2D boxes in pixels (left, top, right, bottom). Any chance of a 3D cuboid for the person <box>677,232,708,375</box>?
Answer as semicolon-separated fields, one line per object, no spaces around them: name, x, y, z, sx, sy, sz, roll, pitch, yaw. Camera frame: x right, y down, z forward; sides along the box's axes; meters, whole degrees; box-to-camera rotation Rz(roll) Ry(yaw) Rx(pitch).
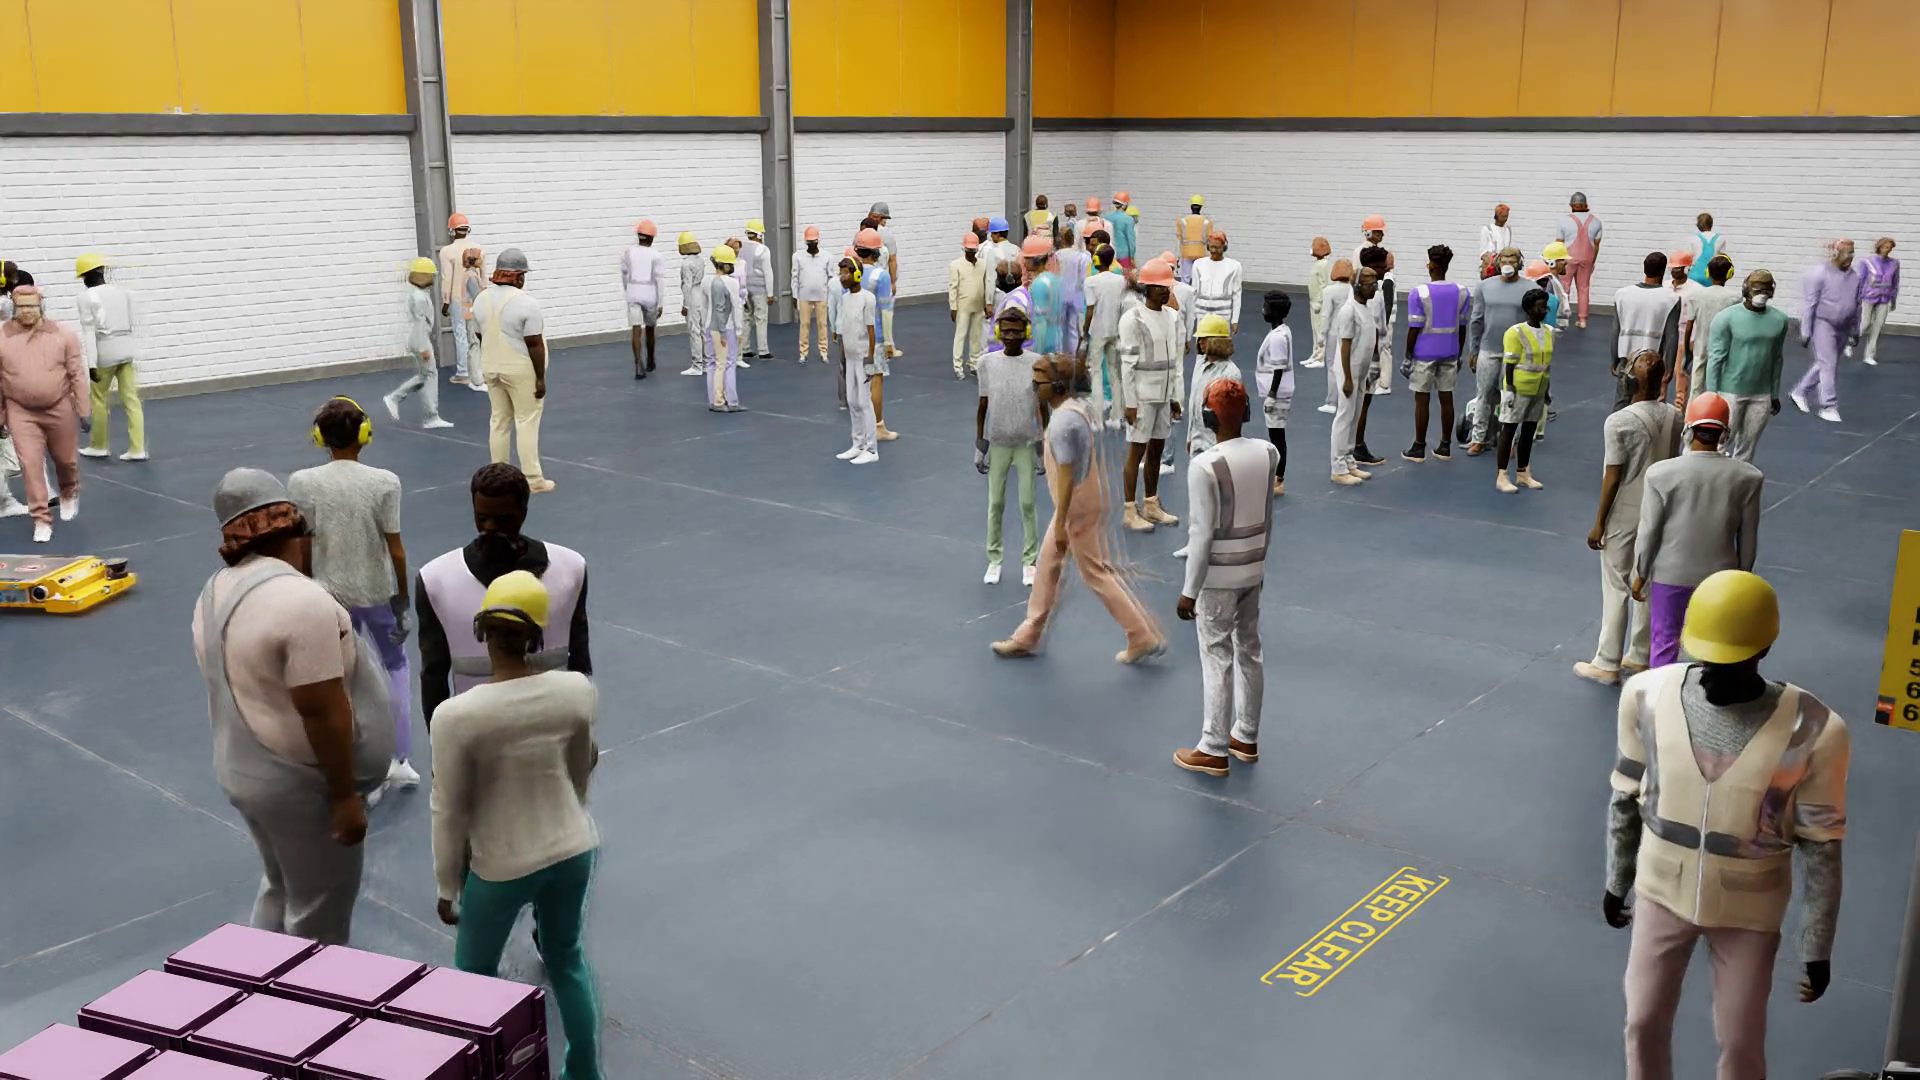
person;-3.284;-2.894;20.358;0.314;1.735;0.483;4;15;16

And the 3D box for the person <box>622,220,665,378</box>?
person;-3.842;-2.927;20.214;0.542;1.880;1.009;-1;14;-3

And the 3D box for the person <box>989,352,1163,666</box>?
person;0.689;-0.166;9.363;0.964;1.797;0.564;1;14;3

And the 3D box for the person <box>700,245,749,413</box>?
person;-2.521;-2.241;17.686;0.526;1.769;0.330;9;16;31

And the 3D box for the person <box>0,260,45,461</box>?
person;-8.463;-1.573;14.857;0.517;1.845;0.395;14;19;43

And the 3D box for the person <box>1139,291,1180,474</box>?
person;1.756;-1.393;14.567;0.285;1.633;0.498;-3;14;-10

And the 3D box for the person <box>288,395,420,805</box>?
person;-2.707;0.276;7.463;0.497;1.851;0.439;-2;14;-8

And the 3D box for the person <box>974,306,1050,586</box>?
person;0.348;-0.618;11.016;0.515;1.861;0.323;2;14;9

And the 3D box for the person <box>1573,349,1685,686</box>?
person;3.646;-0.119;9.047;0.506;1.846;0.345;-6;15;-24

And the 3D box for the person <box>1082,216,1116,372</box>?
person;1.654;-3.039;20.590;0.410;1.909;0.643;-6;15;-23

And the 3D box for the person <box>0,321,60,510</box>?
person;-7.505;-1.085;13.029;0.474;1.794;0.663;9;17;33

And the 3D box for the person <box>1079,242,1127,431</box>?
person;1.426;-2.020;16.596;0.532;1.869;0.311;-8;16;-29

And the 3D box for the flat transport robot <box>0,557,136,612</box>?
flat transport robot;-6.172;0.267;10.695;1.431;0.197;0.652;1;14;4

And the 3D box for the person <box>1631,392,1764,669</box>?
person;3.598;0.142;8.188;0.573;1.749;0.343;2;14;7

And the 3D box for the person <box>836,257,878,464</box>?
person;-0.934;-1.620;15.032;0.334;1.857;0.528;-10;17;-35

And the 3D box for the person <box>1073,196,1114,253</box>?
person;1.993;-4.173;25.006;0.618;1.970;0.469;5;15;19

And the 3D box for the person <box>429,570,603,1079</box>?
person;-1.335;0.955;4.986;0.567;1.735;0.367;-12;18;-39

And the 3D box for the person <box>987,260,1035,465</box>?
person;0.459;-1.595;14.978;0.429;1.836;0.623;2;14;6

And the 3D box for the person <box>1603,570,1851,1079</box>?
person;2.048;0.984;4.535;0.610;1.902;0.478;10;17;36

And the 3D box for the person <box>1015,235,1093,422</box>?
person;0.805;-1.842;15.596;0.794;2.012;0.636;3;14;10

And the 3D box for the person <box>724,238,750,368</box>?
person;-2.837;-2.948;20.773;0.310;1.636;0.523;10;17;35

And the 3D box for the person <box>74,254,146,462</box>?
person;-7.763;-1.646;15.087;0.852;1.865;0.609;6;15;22

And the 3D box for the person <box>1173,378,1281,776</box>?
person;1.244;0.174;7.797;0.573;1.885;0.357;-12;18;-40

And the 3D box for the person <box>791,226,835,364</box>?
person;-1.876;-3.132;21.270;0.564;1.751;0.330;-2;14;-6

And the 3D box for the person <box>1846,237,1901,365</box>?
person;11.669;-3.060;21.255;0.518;1.623;0.431;0;14;1

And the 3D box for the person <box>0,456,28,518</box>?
person;-7.725;-1.038;12.682;0.651;1.873;0.935;11;18;38

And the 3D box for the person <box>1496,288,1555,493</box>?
person;4.714;-1.242;13.831;0.530;1.697;0.321;-7;16;-27

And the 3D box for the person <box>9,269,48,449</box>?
person;-8.745;-1.706;15.715;0.320;1.685;0.539;-4;15;-15

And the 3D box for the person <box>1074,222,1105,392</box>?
person;1.495;-2.662;19.045;0.380;1.929;0.543;0;14;1

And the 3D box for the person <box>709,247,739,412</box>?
person;-2.494;-2.227;17.664;0.339;1.756;0.532;-1;14;-3

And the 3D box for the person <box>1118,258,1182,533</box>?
person;1.454;-1.086;12.511;0.374;2.044;0.607;13;19;43

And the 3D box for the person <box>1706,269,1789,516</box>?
person;6.074;-1.130;12.899;0.633;1.936;0.353;-2;14;-9

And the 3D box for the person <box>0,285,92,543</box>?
person;-6.879;-0.980;12.450;0.663;1.872;0.877;-8;16;-28

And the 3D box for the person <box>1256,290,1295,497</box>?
person;2.587;-1.205;13.682;0.320;1.698;0.531;3;14;12

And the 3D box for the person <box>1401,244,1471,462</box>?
person;4.287;-1.683;15.048;0.603;1.966;0.368;-4;14;-14

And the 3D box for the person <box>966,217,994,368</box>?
person;0.275;-3.081;20.807;0.356;1.883;0.574;-2;14;-8

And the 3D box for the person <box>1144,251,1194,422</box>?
person;2.110;-2.071;17.035;0.564;1.749;0.330;-1;14;-6

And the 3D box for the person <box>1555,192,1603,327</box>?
person;9.261;-4.231;25.083;0.683;2.000;0.535;0;14;-2

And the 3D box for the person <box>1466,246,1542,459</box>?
person;4.972;-1.715;15.233;0.627;1.941;0.371;6;15;23
